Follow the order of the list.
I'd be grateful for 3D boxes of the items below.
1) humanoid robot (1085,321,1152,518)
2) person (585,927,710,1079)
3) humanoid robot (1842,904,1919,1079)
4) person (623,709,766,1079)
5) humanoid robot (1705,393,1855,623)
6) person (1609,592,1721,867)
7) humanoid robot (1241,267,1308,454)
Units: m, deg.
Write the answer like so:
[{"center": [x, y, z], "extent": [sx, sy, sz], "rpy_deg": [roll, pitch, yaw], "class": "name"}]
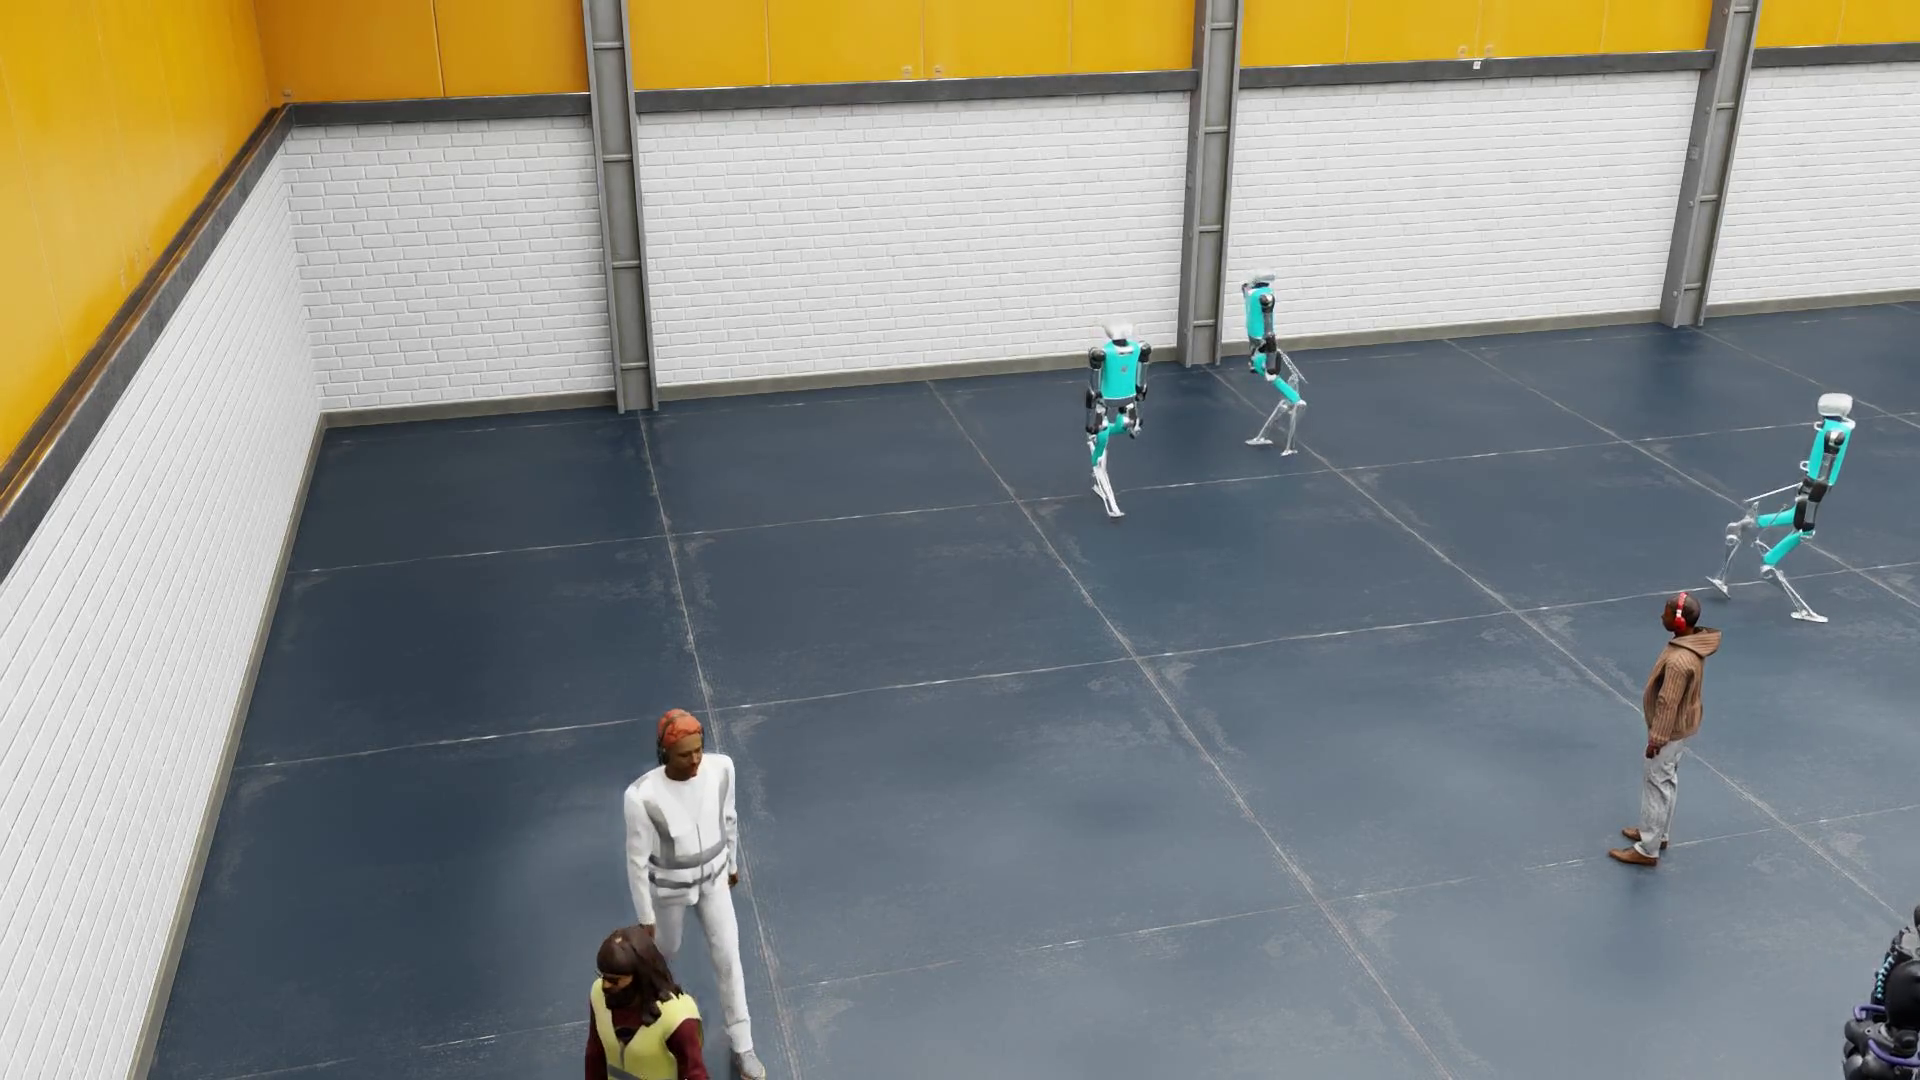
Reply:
[{"center": [1.223, -1.037, 13.897], "extent": [0.540, 1.725, 1.013], "rpy_deg": [-8, 25, -18], "class": "humanoid robot"}, {"center": [-1.268, 2.270, 6.384], "extent": [0.497, 1.731, 0.866], "rpy_deg": [14, 27, 28], "class": "person"}, {"center": [3.829, 2.139, 6.773], "extent": [0.550, 1.641, 0.609], "rpy_deg": [3, 24, 7], "class": "humanoid robot"}, {"center": [-1.301, 1.589, 7.813], "extent": [0.592, 1.839, 0.972], "rpy_deg": [-16, 28, -32], "class": "person"}, {"center": [5.948, -0.251, 12.170], "extent": [1.024, 1.781, 0.536], "rpy_deg": [12, 26, 25], "class": "humanoid robot"}, {"center": [3.940, 1.055, 9.256], "extent": [0.326, 1.646, 0.473], "rpy_deg": [14, 27, 29], "class": "person"}, {"center": [2.947, -1.640, 15.276], "extent": [0.794, 1.783, 0.531], "rpy_deg": [-5, 24, -12], "class": "humanoid robot"}]
